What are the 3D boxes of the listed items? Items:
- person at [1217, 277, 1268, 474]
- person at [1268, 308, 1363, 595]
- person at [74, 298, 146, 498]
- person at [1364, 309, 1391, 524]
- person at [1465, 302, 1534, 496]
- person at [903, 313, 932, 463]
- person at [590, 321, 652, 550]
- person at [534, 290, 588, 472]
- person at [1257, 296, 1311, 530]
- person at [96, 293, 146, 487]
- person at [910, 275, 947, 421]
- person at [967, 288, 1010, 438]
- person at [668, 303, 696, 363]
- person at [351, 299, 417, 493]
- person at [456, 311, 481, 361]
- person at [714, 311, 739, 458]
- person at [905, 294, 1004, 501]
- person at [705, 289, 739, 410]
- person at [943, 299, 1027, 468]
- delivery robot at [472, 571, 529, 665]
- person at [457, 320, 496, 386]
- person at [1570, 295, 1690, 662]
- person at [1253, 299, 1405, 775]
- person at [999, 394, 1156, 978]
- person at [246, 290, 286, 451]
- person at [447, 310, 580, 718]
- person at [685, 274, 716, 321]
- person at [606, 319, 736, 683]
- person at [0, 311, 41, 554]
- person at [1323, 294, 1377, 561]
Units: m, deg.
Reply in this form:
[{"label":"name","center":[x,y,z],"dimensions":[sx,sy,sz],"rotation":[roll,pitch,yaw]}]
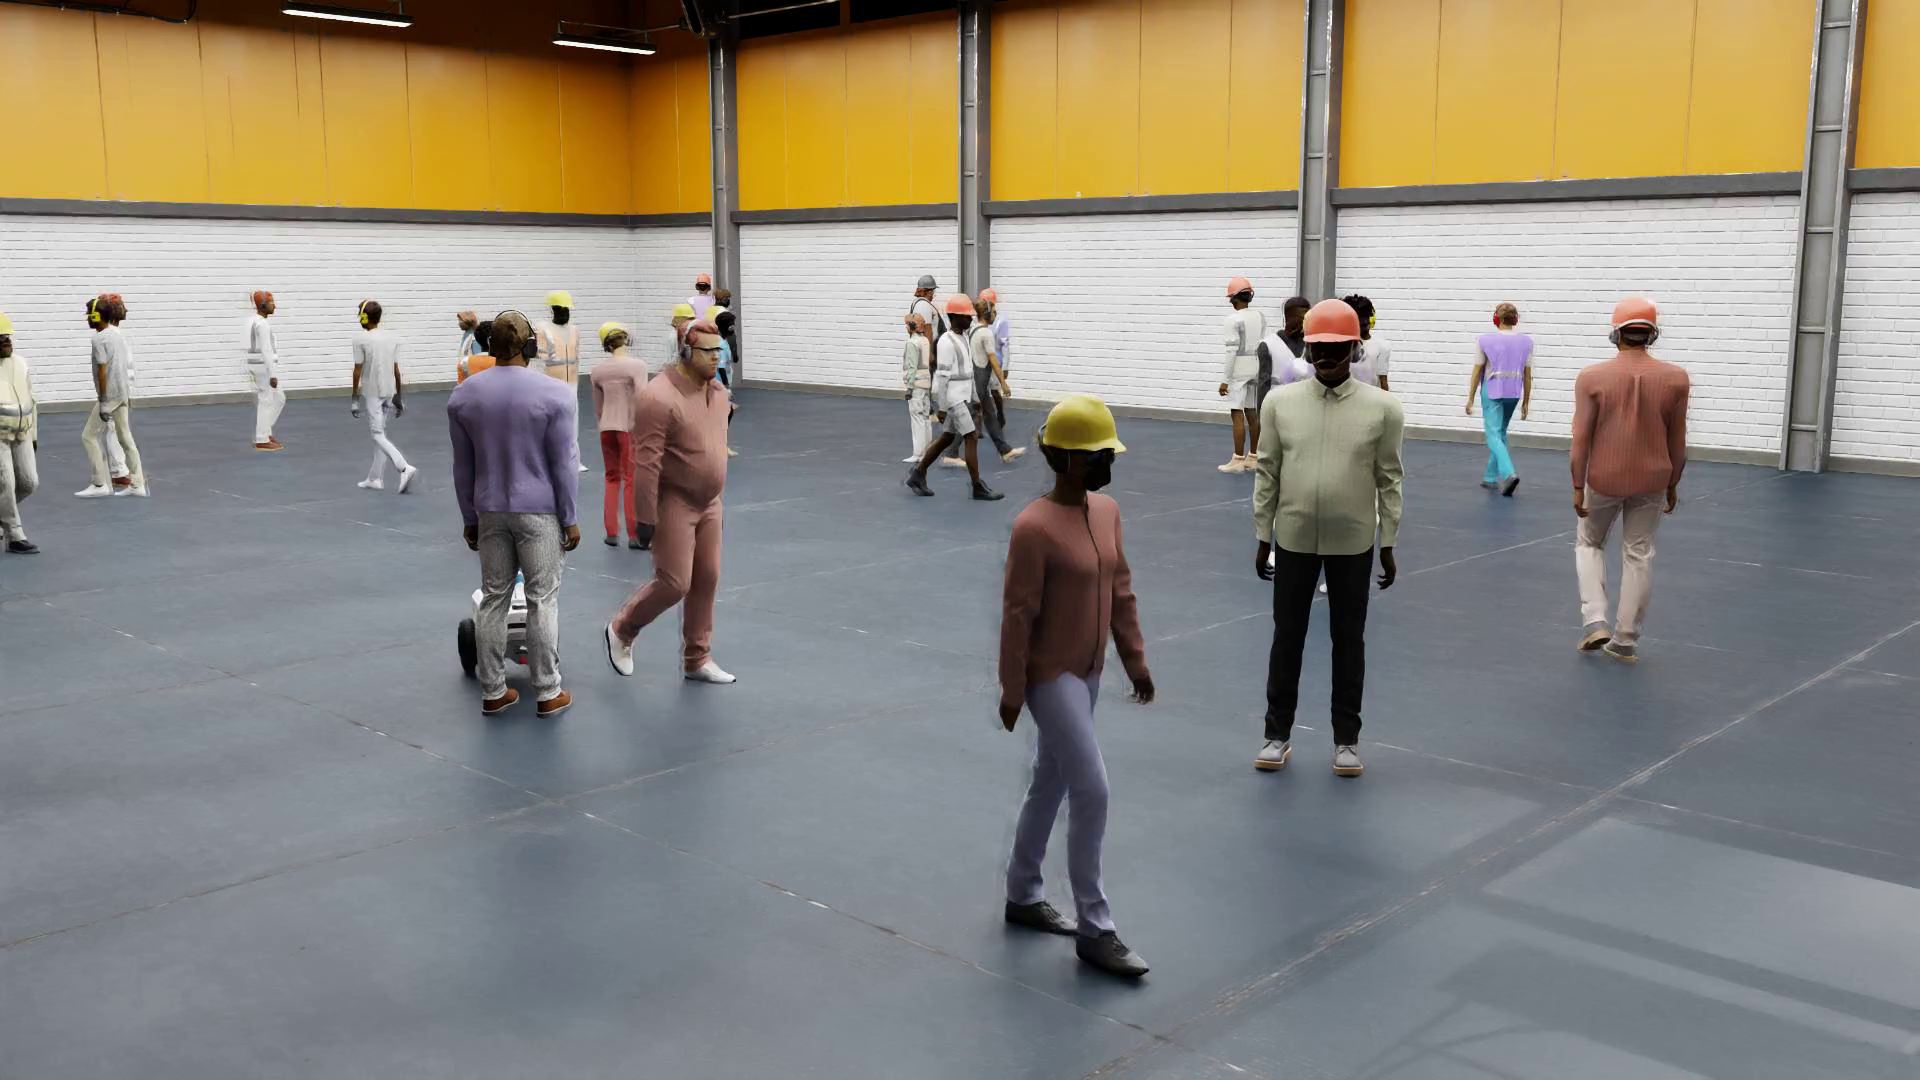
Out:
[{"label":"person","center":[2.906,-1.704,17.277],"dimensions":[0.605,2.036,0.393],"rotation":[-8,13,-42]},{"label":"person","center":[2.360,-0.601,11.007],"dimensions":[0.606,1.867,1.003],"rotation":[-2,9,-11]},{"label":"person","center":[-7.932,-1.299,15.374],"dimensions":[0.723,1.842,0.553],"rotation":[0,9,0]},{"label":"person","center":[3.334,-1.046,13.798],"dimensions":[0.328,1.861,0.506],"rotation":[-8,12,-39]},{"label":"person","center":[5.139,-1.339,15.717],"dimensions":[0.572,1.816,0.883],"rotation":[-2,9,-11]},{"label":"person","center":[-0.470,-1.664,18.243],"dimensions":[0.310,1.637,0.523],"rotation":[3,10,18]},{"label":"person","center":[-2.515,-0.797,12.681],"dimensions":[0.692,1.719,0.354],"rotation":[5,11,30]},{"label":"person","center":[-4.237,-1.671,17.464],"dimensions":[0.711,1.910,0.595],"rotation":[8,12,40]},{"label":"person","center":[2.650,-1.020,13.520],"dimensions":[0.644,1.900,0.448],"rotation":[-4,10,-24]},{"label":"person","center":[-8.212,-1.458,16.230],"dimensions":[0.355,1.885,0.575],"rotation":[-4,10,-22]},{"label":"person","center":[-0.429,-2.681,23.251],"dimensions":[0.535,2.000,0.674],"rotation":[-2,10,-14]},{"label":"person","center":[0.355,-2.255,21.149],"dimensions":[0.594,1.888,0.971],"rotation":[2,9,11]},{"label":"person","center":[-3.274,-1.892,19.385],"dimensions":[0.577,1.729,0.490],"rotation":[4,10,21]},{"label":"person","center":[-5.497,-1.363,15.811],"dimensions":[0.872,1.842,0.525],"rotation":[6,11,32]},{"label":"person","center":[-5.810,-1.942,19.983],"dimensions":[0.460,1.620,0.527],"rotation":[-6,11,-33]},{"label":"person","center":[-2.679,-1.691,18.340],"dimensions":[0.561,1.651,0.557],"rotation":[-1,9,-5]},{"label":"person","center":[-0.086,-1.313,15.314],"dimensions":[0.960,1.903,0.555],"rotation":[2,10,14]},{"label":"person","center":[-3.449,-2.811,24.711],"dimensions":[0.679,1.820,0.663],"rotation":[-6,11,-33]},{"label":"person","center":[0.246,-1.670,17.813],"dimensions":[1.023,1.787,0.508],"rotation":[-3,10,-16]},{"label":"delivery robot","center":[-2.314,0.402,8.605],"dimensions":[0.477,0.478,0.707],"rotation":[-4,10,-22]},{"label":"person","center":[-3.980,-1.006,14.063],"dimensions":[0.535,1.689,0.323],"rotation":[1,9,4]},{"label":"person","center":[3.595,-0.323,8.989],"dimensions":[0.616,1.979,0.433],"rotation":[2,9,9]},{"label":"person","center":[1.532,-0.004,6.972],"dimensions":[0.613,1.995,0.391],"rotation":[3,10,17]},{"label":"person","center":[0.414,0.430,5.103],"dimensions":[0.746,1.741,0.530],"rotation":[6,11,32]},{"label":"person","center":[-8.064,-1.965,19.380],"dimensions":[0.467,1.866,0.615],"rotation":[-6,11,-31]},{"label":"person","center":[-2.095,-0.114,7.870],"dimensions":[0.623,1.932,0.369],"rotation":[2,10,13]},{"label":"person","center":[-4.119,-3.262,26.804],"dimensions":[0.616,2.041,0.383],"rotation":[-1,9,-9]},{"label":"person","center":[-1.469,-0.184,8.459],"dimensions":[0.627,1.880,0.657],"rotation":[5,10,26]},{"label":"person","center":[-7.183,-0.803,12.425],"dimensions":[0.621,1.813,0.598],"rotation":[4,10,21]},{"label":"person","center":[2.779,-0.760,11.778],"dimensions":[0.633,1.937,0.656],"rotation":[-9,13,-44]}]
